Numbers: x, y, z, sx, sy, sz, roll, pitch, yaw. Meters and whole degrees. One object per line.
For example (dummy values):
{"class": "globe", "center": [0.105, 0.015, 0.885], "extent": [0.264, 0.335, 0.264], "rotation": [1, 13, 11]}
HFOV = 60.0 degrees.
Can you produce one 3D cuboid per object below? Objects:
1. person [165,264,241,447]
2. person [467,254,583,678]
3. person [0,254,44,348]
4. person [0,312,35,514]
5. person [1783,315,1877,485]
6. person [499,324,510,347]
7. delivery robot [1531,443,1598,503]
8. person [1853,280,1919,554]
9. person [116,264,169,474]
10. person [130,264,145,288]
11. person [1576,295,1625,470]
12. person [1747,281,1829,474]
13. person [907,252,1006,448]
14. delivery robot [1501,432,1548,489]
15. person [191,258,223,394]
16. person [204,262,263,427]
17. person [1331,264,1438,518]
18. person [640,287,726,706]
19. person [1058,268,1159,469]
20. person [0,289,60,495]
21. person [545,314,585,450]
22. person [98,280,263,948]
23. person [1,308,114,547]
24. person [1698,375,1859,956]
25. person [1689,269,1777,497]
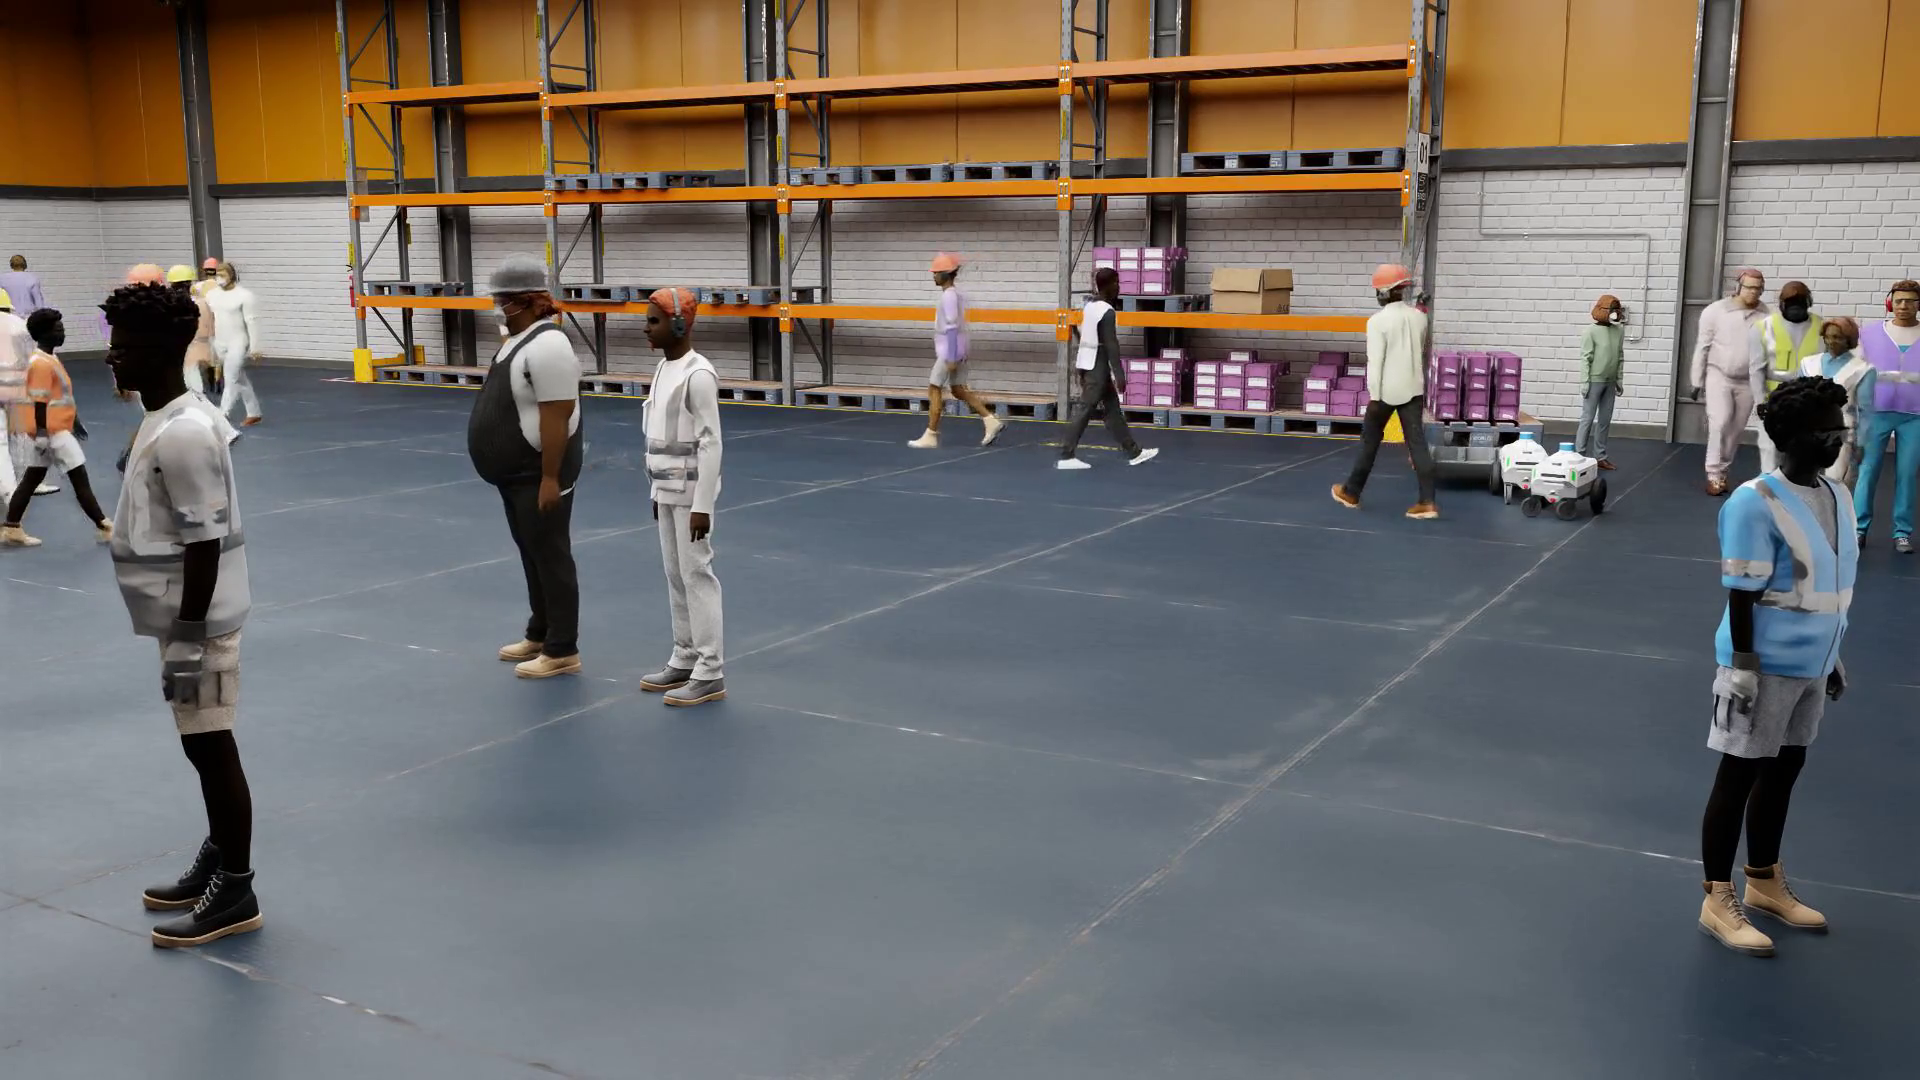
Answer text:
{"class": "person", "center": [-7.732, -1.835, 16.813], "extent": [0.921, 1.896, 0.596], "rotation": [1, 10, 8]}
{"class": "person", "center": [-2.105, -0.365, 8.061], "extent": [0.537, 2.000, 0.688], "rotation": [-5, 11, -27]}
{"class": "person", "center": [-14.701, -3.502, 26.114], "extent": [0.630, 1.940, 0.372], "rotation": [-1, 10, -8]}
{"class": "person", "center": [-7.523, -1.101, 12.989], "extent": [0.682, 1.769, 0.999], "rotation": [-9, 13, -40]}
{"class": "person", "center": [5.623, -0.637, 10.767], "extent": [0.398, 1.628, 0.546], "rotation": [-7, 12, -35]}
{"class": "person", "center": [-4.288, -1.740, 16.465], "extent": [0.528, 1.833, 0.946], "rotation": [-6, 12, -31]}
{"class": "delivery robot", "center": [4.654, -0.505, 12.796], "extent": [0.477, 0.478, 0.707], "rotation": [7, 12, 33]}
{"class": "person", "center": [6.337, -0.833, 11.269], "extent": [0.572, 1.840, 0.373], "rotation": [5, 11, 26]}
{"class": "person", "center": [-6.906, -1.385, 14.187], "extent": [0.446, 1.916, 0.571], "rotation": [0, 10, 2]}
{"class": "person", "center": [-11.076, -2.836, 22.644], "extent": [0.594, 1.832, 0.404], "rotation": [-2, 10, -9]}
{"class": "person", "center": [5.916, -1.443, 15.347], "extent": [0.493, 1.624, 0.280], "rotation": [-5, 11, -27]}
{"class": "person", "center": [6.195, -1.016, 12.401], "extent": [0.637, 1.807, 0.788], "rotation": [3, 10, 15]}
{"class": "person", "center": [-0.027, -1.932, 17.043], "extent": [0.950, 2.015, 0.619], "rotation": [1, 10, 6]}
{"class": "delivery robot", "center": [4.598, -0.637, 13.541], "extent": [0.477, 0.478, 0.707], "rotation": [3, 10, 15]}
{"class": "person", "center": [-10.531, -3.027, 23.535], "extent": [0.563, 1.892, 0.902], "rotation": [-3, 10, -17]}
{"class": "person", "center": [-8.247, -2.174, 18.746], "extent": [0.649, 1.887, 1.012], "rotation": [3, 11, 19]}
{"class": "person", "center": [3.333, -1.148, 12.803], "extent": [0.636, 1.943, 1.068], "rotation": [-5, 11, -25]}
{"class": "person", "center": [-1.262, -0.196, 7.548], "extent": [0.340, 1.882, 0.586], "rotation": [-6, 11, -29]}
{"class": "person", "center": [1.378, -1.583, 15.461], "extent": [1.022, 1.859, 0.610], "rotation": [-2, 10, -11]}
{"class": "person", "center": [-7.952, -1.226, 13.837], "extent": [0.840, 1.716, 0.530], "rotation": [0, 10, -2]}
{"class": "person", "center": [-3.779, -1.512, 15.084], "extent": [0.537, 1.854, 0.524], "rotation": [-4, 11, -22]}
{"class": "person", "center": [-2.315, 0.218, 4.966], "extent": [0.368, 1.966, 0.600], "rotation": [-5, 11, -26]}
{"class": "person", "center": [-6.203, -0.763, 11.411], "extent": [0.876, 1.647, 0.532], "rotation": [-5, 11, -27]}
{"class": "person", "center": [2.433, 0.361, 4.920], "extent": [0.533, 1.697, 0.319], "rotation": [-6, 12, -33]}
{"class": "person", "center": [6.444, -1.288, 13.756], "extent": [0.658, 1.871, 0.793], "rotation": [1, 10, 5]}
